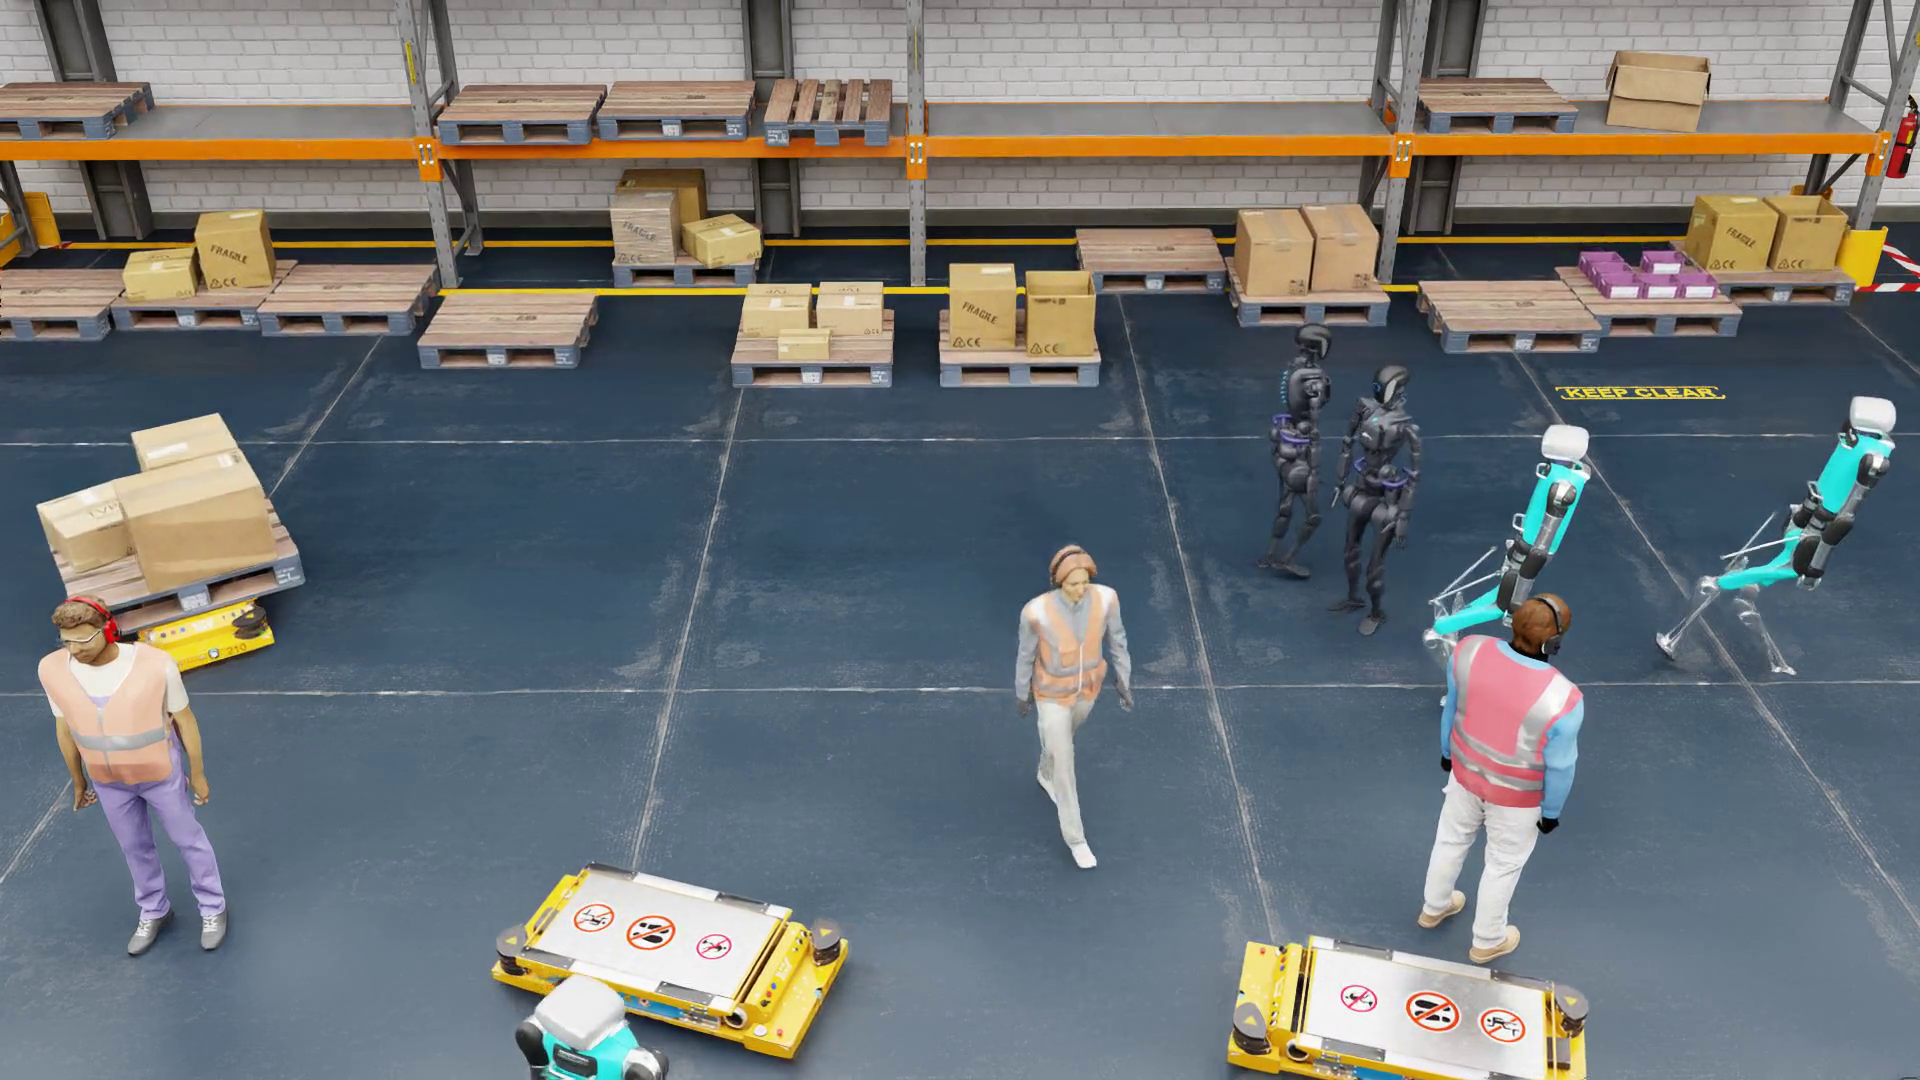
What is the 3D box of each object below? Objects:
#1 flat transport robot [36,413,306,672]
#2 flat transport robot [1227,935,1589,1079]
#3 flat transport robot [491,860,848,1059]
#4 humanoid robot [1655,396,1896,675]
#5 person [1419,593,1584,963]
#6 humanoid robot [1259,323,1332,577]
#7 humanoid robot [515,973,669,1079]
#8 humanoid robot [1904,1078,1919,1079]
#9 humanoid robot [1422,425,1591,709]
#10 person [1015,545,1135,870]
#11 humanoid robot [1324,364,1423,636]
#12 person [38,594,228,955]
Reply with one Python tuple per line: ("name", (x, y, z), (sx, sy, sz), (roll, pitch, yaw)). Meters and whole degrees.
("flat transport robot", (-4.603, 0.313, 9.890), (0.659, 0.231, 1.431), (-18, 36, -28))
("flat transport robot", (1.888, 2.050, 6.998), (1.431, 0.231, 0.659), (8, 32, 13))
("flat transport robot", (-1.280, 1.831, 7.363), (1.431, 0.231, 0.659), (10, 32, 16))
("humanoid robot", (4.310, 0.007, 9.022), (1.024, 1.768, 0.551), (7, 32, 12))
("person", (2.346, 1.022, 7.199), (0.431, 1.836, 0.629), (-24, 38, -34))
("humanoid robot", (2.028, -0.528, 9.924), (0.331, 1.655, 0.583), (-3, 31, -5))
("humanoid robot", (-1.222, 2.245, 5.249), (0.555, 1.766, 0.747), (14, 34, 22))
("humanoid robot", (2.818, 2.240, 5.364), (0.664, 1.640, 0.627), (21, 37, 31))
("humanoid robot", (2.752, 0.200, 8.672), (0.764, 1.786, 0.534), (11, 33, 17))
("person", (0.551, 0.749, 7.867), (0.529, 1.594, 0.842), (-13, 33, -21))
("humanoid robot", (2.360, -0.239, 9.437), (0.321, 1.653, 0.600), (-20, 36, -30))
("person", (-3.556, 1.004, 7.208), (0.570, 1.843, 0.375), (-2, 31, -3))
